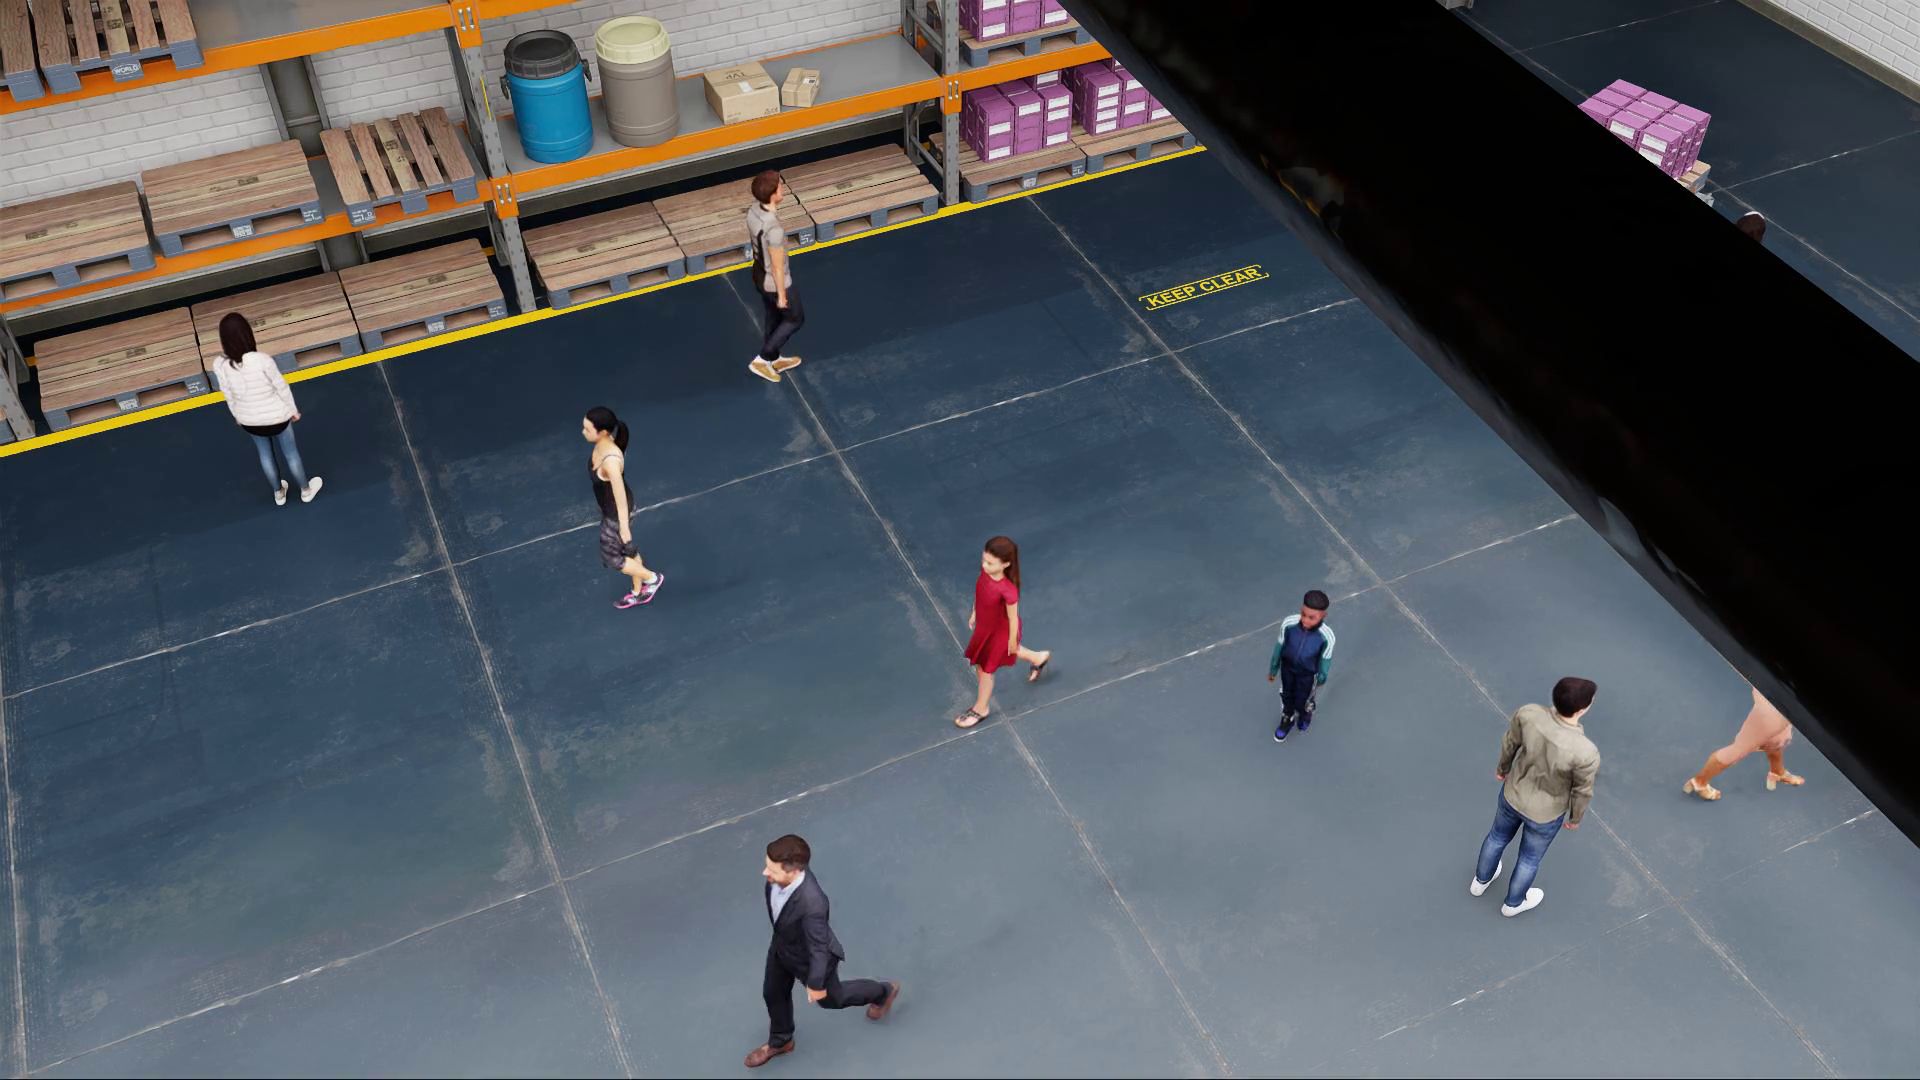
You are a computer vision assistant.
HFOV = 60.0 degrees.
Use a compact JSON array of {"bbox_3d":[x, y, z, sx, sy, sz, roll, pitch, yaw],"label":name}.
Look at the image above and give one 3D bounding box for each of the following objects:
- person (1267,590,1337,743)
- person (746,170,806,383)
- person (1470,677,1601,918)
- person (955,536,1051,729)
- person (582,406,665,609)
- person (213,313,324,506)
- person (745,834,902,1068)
[{"bbox_3d":[2.175,0.762,10.500,0.614,1.248,0.672,25,49,24],"label":"person"},{"bbox_3d":[-1.528,-2.006,12.946,0.757,1.881,0.685,-23,48,-22],"label":"person"},{"bbox_3d":[3.216,1.445,9.334,0.690,1.867,0.768,-32,52,-29],"label":"person"},{"bbox_3d":[0.293,0.516,10.553,0.965,1.530,0.532,-20,47,-19],"label":"person"},{"bbox_3d":[-2.212,-0.208,11.176,0.639,1.720,0.610,-14,45,-15],"label":"person"},{"bbox_3d":[-5.021,-0.927,11.993,0.604,1.634,0.747,-3,44,-4],"label":"person"},{"bbox_3d":[-0.735,2.106,8.661,1.170,1.839,0.721,-23,48,-22],"label":"person"}]
